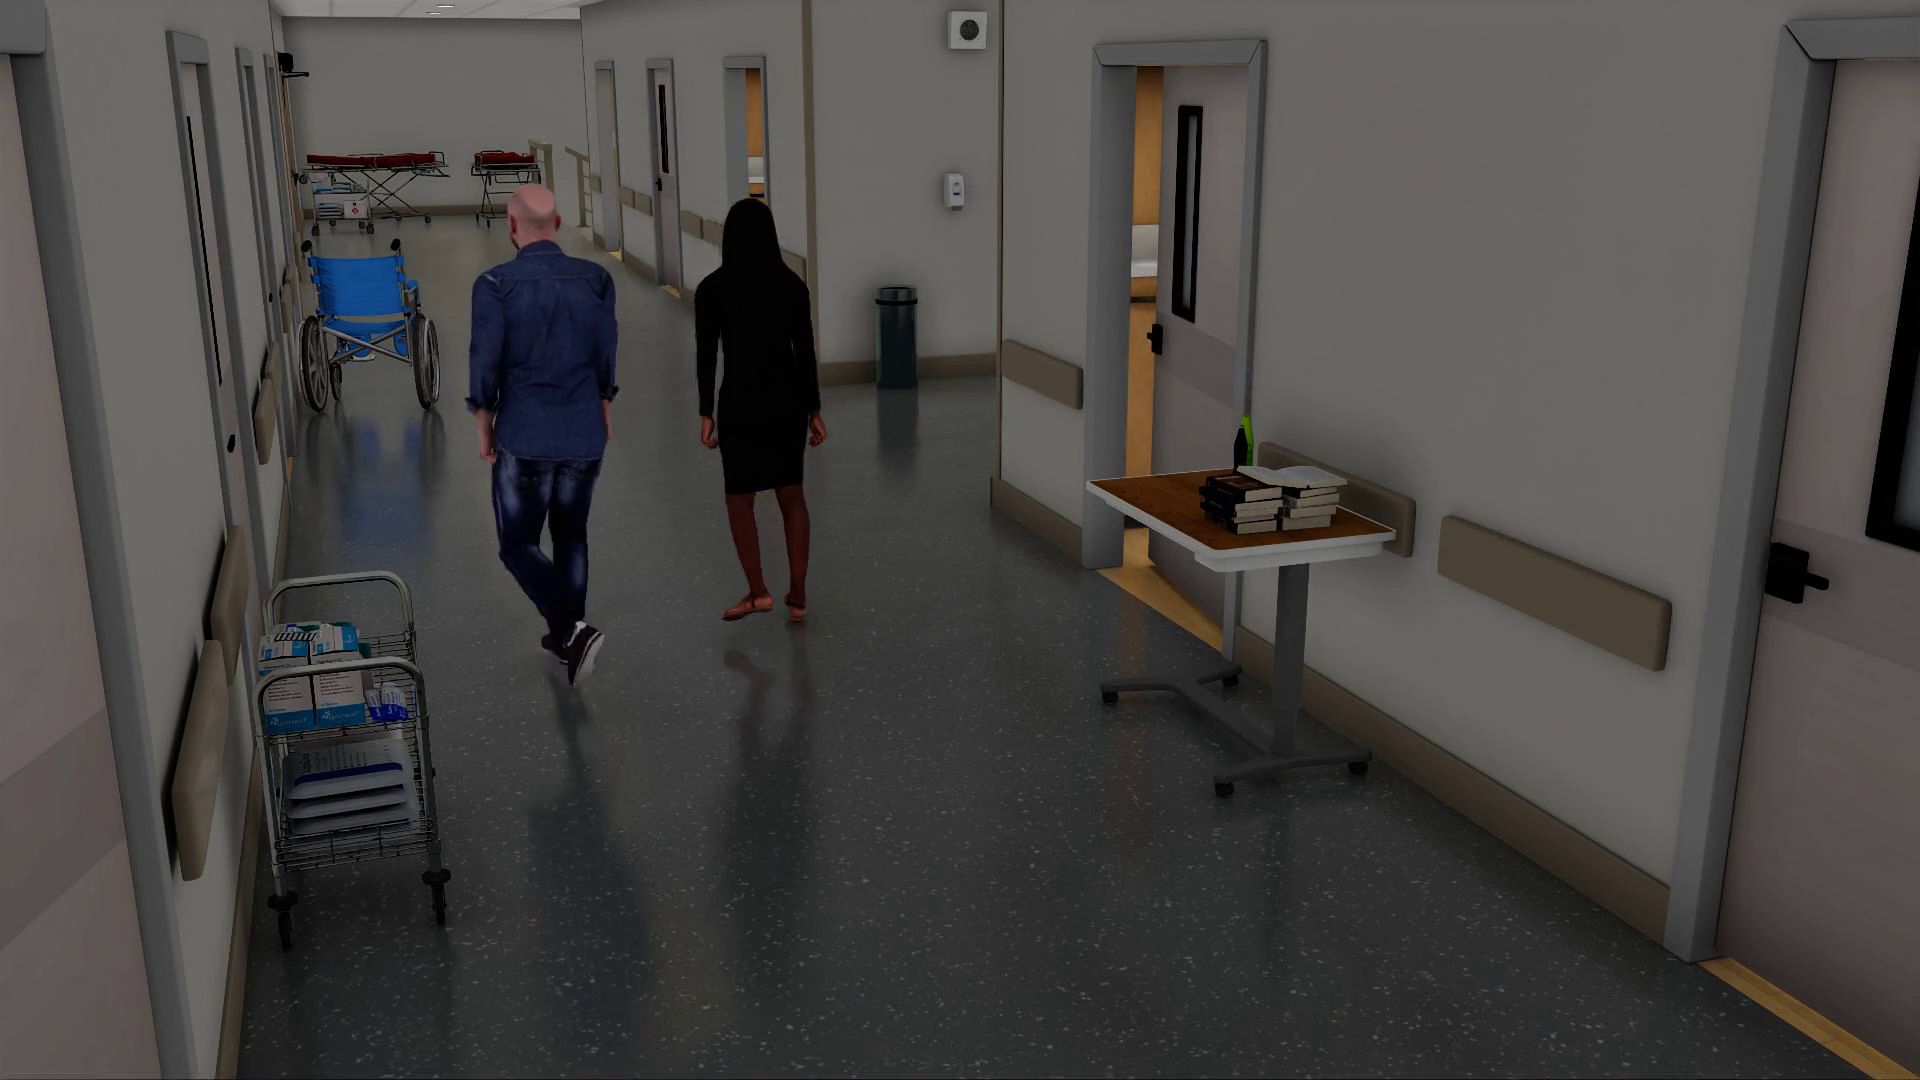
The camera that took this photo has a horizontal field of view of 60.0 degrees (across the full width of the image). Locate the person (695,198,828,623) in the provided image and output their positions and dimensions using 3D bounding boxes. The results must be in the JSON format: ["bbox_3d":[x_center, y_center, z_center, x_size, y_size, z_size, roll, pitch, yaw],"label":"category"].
[{"bbox_3d":[-0.796,-0.481,6.668,0.673,1.696,0.771,-6,17,-21],"label":"person"}]

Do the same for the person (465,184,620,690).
[{"bbox_3d":[-1.443,-0.332,5.944,0.902,1.803,1.107,-12,20,-37],"label":"person"}]
